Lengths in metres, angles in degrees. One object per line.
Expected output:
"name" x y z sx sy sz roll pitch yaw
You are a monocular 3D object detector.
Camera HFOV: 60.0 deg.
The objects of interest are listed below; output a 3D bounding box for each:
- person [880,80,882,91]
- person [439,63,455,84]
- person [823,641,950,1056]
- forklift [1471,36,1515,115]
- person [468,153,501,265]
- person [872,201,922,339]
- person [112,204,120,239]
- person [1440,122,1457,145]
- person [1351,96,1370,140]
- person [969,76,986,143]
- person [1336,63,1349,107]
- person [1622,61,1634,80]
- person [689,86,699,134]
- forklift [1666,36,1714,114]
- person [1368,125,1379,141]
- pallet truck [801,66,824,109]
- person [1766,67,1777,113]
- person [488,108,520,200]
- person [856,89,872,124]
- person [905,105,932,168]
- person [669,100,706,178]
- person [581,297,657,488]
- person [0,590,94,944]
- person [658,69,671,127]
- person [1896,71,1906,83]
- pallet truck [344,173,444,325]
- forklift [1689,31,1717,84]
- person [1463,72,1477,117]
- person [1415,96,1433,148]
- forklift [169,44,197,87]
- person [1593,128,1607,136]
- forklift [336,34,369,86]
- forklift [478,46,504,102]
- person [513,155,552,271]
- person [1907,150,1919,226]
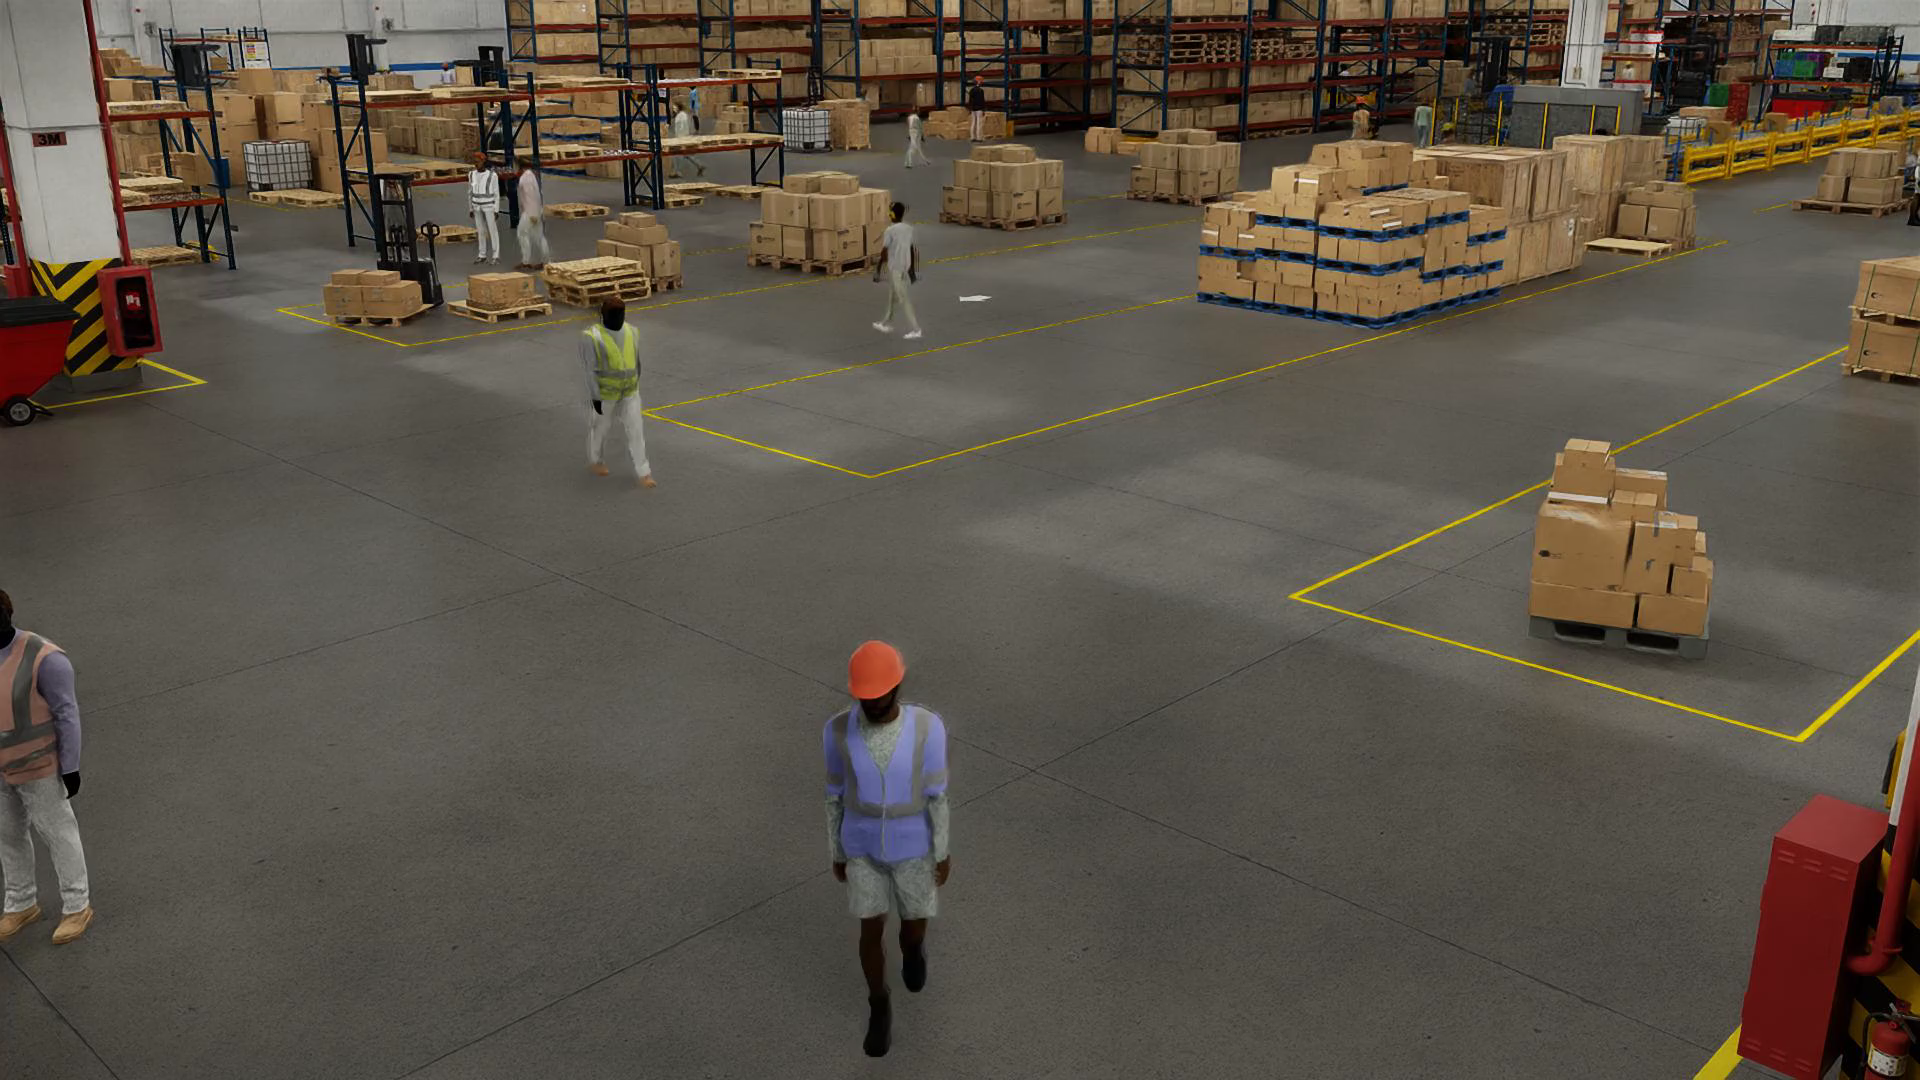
"person" -2.717 -17.344 63.692 0.654 1.824 0.448 -3 19 -10
"person" -19.127 -16.850 62.103 0.548 1.894 0.997 -6 19 -18
"person" -0.318 1.308 7.346 0.559 1.914 0.541 1 18 3
"forklift" 19.973 -17.201 61.605 1.873 2.768 1.129 16 24 40
"person" -8.096 -5.628 28.297 0.576 1.882 0.355 5 19 15
"person" -0.851 -3.627 22.386 0.980 1.818 0.523 15 24 38
"person" -13.654 -4.975 26.354 0.634 1.880 0.670 7 20 19
"person" 10.557 -8.182 36.183 0.550 1.751 0.368 -14 23 -36
"person" 10.073 -10.223 42.061 0.552 1.932 0.377 -13 22 -35
"person" 0.553 -13.132 50.747 0.404 1.981 0.622 -15 24 -39
"person" 15.204 -18.103 66.181 0.549 1.682 0.428 -7 19 -19
"person" 27.035 -18.525 67.395 0.580 1.731 0.580 -12 22 -32
"person" -8.589 -13.969 53.713 0.318 1.700 0.535 0 18 0
"forklift" 27.341 -17.291 61.877 1.129 2.768 1.873 17 25 41
"person" 8.559 -7.637 34.427 0.879 1.828 0.530 10 21 28
"pallet truck" -4.812 -15.182 56.903 0.823 1.965 1.885 -9 21 -26
"person" 28.933 -15.884 59.110 0.362 1.939 0.542 15 23 38
"person" -10.062 -8.562 36.891 0.781 2.000 0.691 -16 24 -39
"person" -2.935 -12.844 50.442 0.519 1.624 0.479 -10 21 -27
"person" -1.102 -10.610 43.746 0.845 1.590 0.547 -8 20 -22
"person" -6.801 -9.944 41.285 0.885 1.909 0.637 -5 19 -14
"person" -3.283 -1.419 15.772 0.630 1.799 0.972 -14 23 -37
"person" -4.595 1.098 8.095 0.636 1.842 0.429 2 18 5
"person" -10.083 -15.057 56.668 0.589 1.912 0.390 13 23 35
"person" 33.142 -15.693 58.872 0.638 1.705 0.894 -11 21 -29
"pallet truck" -8.209 -4.181 23.757 0.823 1.965 1.885 3 19 9
"forklift" 30.803 -19.734 69.238 1.129 2.768 1.873 17 25 41
"person" 18.741 -16.318 60.920 0.521 1.608 0.641 -15 23 -38
"person" 13.093 -11.710 47.025 0.503 1.623 0.434 10 21 29
"forklift" -24.644 -14.331 52.958 1.129 2.768 1.873 17 25 41
"person" 12.409 -7.051 32.484 0.632 1.942 0.459 -15 24 -38
"forklift" -23.464 -18.297 64.908 1.129 2.768 1.873 17 25 41
"forklift" -14.397 -13.832 51.456 1.129 2.768 1.873 17 25 41
"person" -7.213 -5.427 27.653 0.771 1.906 0.695 -2 18 -7
"person" 19.133 -7.202 32.952 0.360 1.936 0.552 16 24 40
